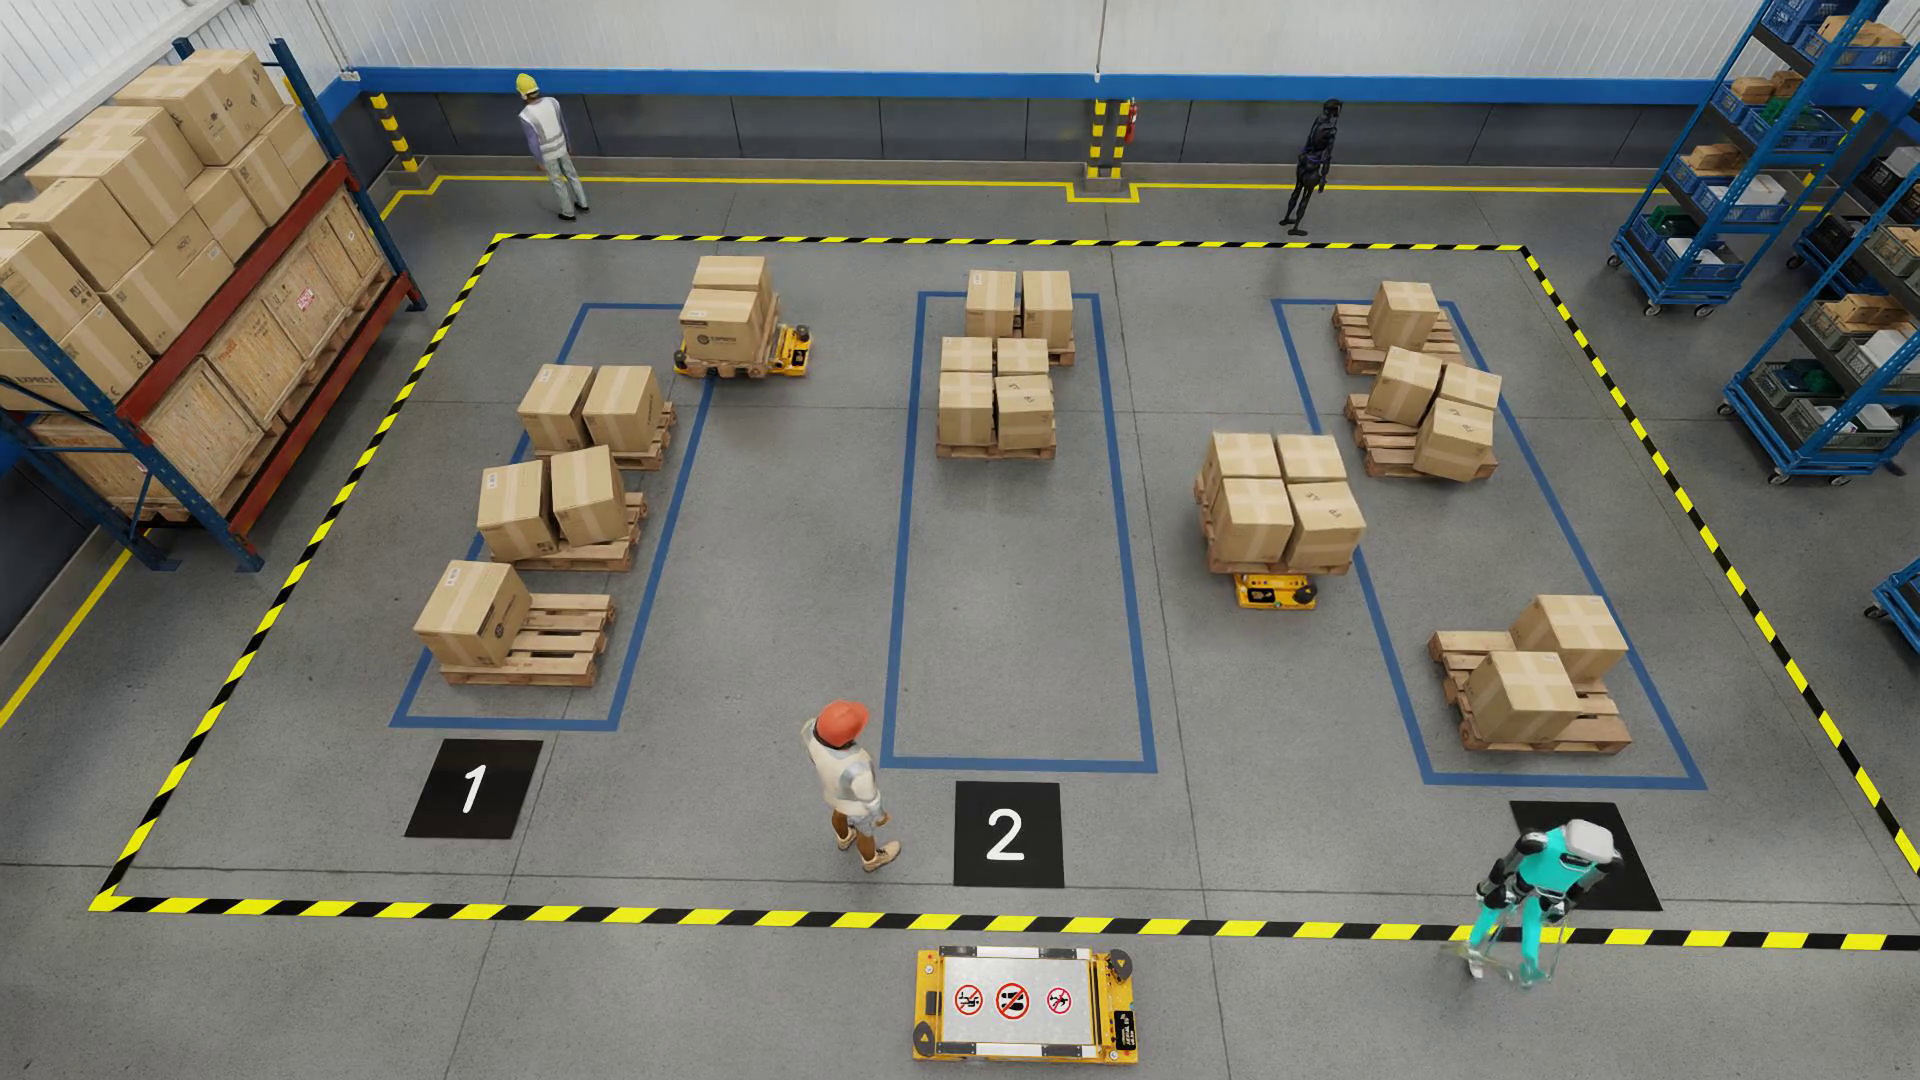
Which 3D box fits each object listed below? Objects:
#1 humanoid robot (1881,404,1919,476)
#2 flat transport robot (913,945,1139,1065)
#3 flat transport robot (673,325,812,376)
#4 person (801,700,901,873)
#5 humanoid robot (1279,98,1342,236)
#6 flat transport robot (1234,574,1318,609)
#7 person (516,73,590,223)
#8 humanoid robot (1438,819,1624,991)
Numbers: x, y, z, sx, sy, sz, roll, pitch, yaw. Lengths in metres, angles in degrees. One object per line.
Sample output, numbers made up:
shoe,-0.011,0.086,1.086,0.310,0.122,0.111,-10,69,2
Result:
humanoid robot,9.328,-1.440,8.789,0.609,1.633,0.796,-14,52,-12
flat transport robot,0.422,3.041,6.007,1.431,0.231,0.659,1,51,1
flat transport robot,-2.414,-2.131,10.205,1.431,0.197,0.652,1,51,1
person,-0.705,1.622,6.020,0.604,2.044,0.374,36,59,26
humanoid robot,4.353,-4.615,11.328,0.315,1.659,0.599,-7,51,-6
flat transport robot,2.810,-0.002,8.469,0.652,0.197,1.431,1,51,1
person,-5.115,-4.874,11.450,0.404,1.829,0.599,23,54,18
humanoid robot,3.454,2.402,5.640,0.536,1.871,0.733,11,52,9
